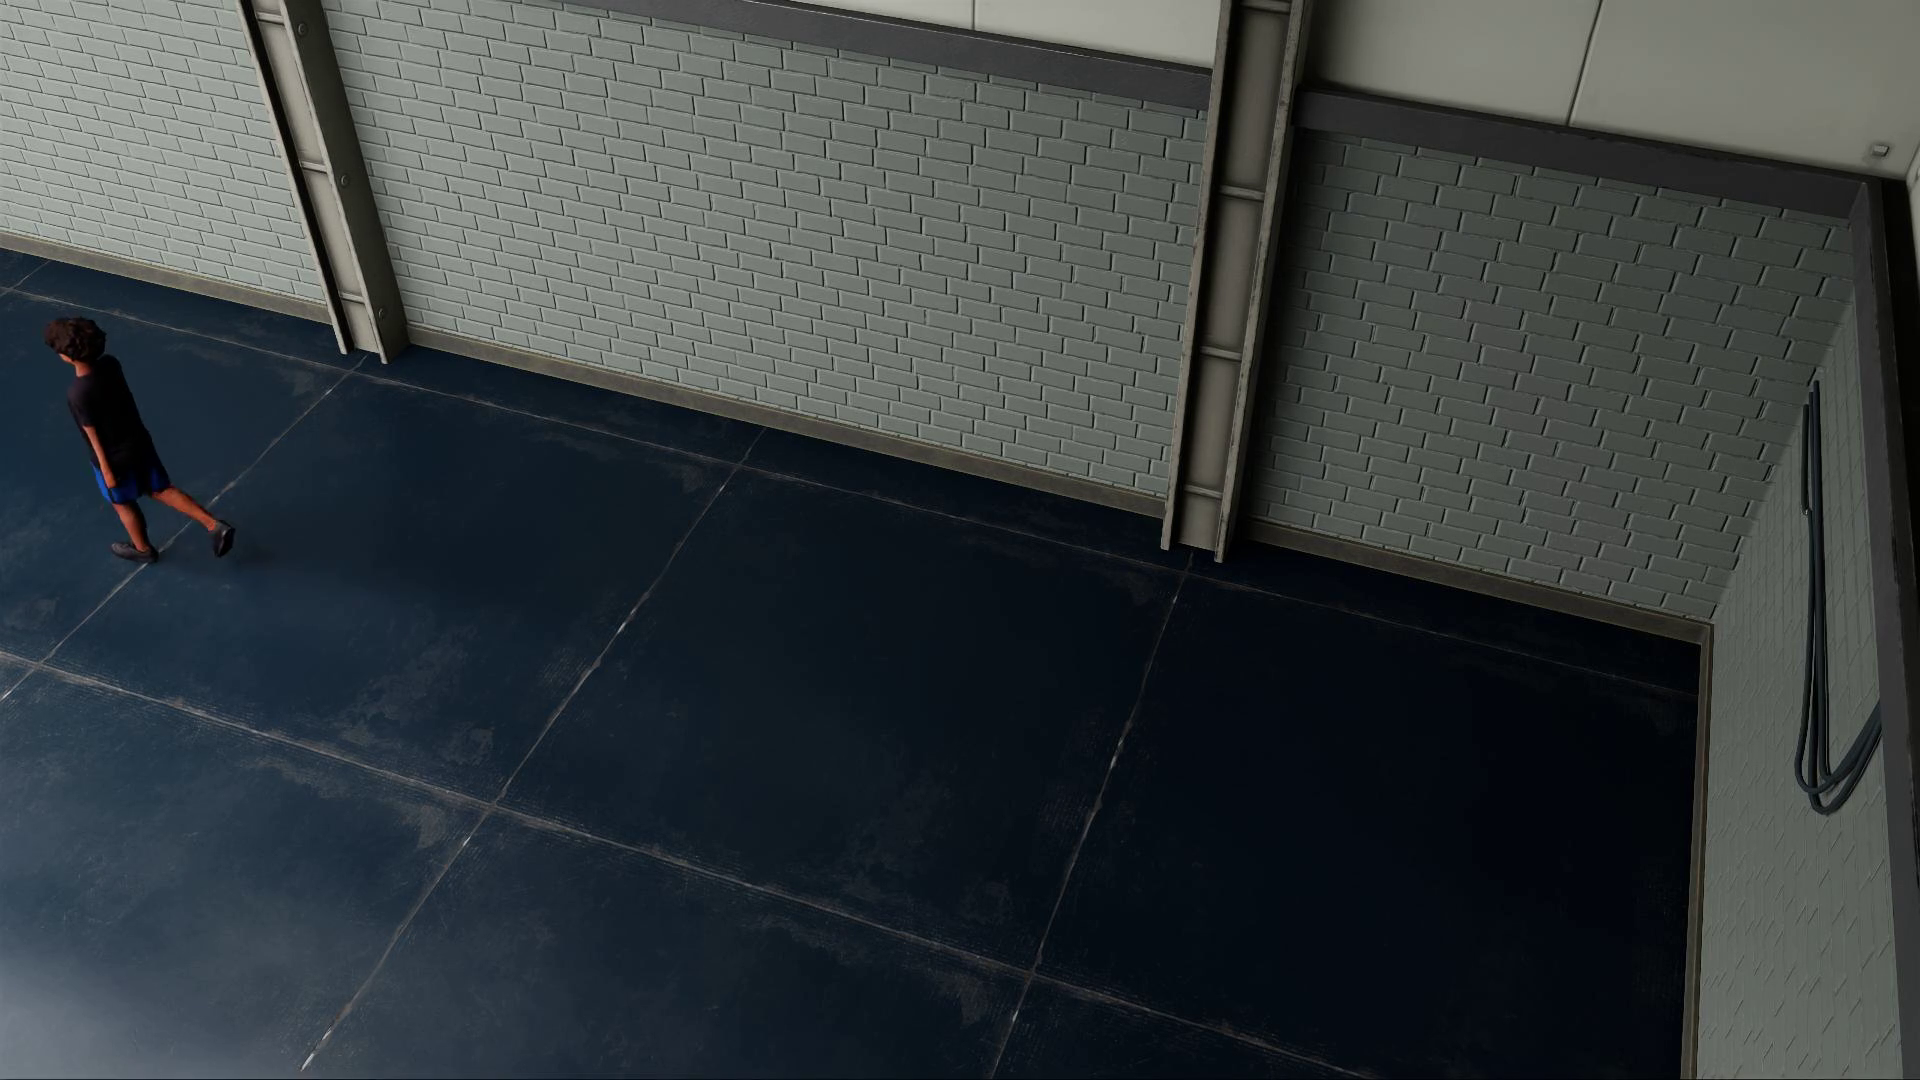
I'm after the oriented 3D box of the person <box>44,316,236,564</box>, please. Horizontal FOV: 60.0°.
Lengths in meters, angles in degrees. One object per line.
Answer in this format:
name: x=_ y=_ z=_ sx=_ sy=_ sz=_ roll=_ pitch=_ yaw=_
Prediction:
person: x=-4.750 y=-0.518 z=9.582 sx=1.113 sy=1.776 sz=0.733 roll=6 pitch=43 yaw=7
